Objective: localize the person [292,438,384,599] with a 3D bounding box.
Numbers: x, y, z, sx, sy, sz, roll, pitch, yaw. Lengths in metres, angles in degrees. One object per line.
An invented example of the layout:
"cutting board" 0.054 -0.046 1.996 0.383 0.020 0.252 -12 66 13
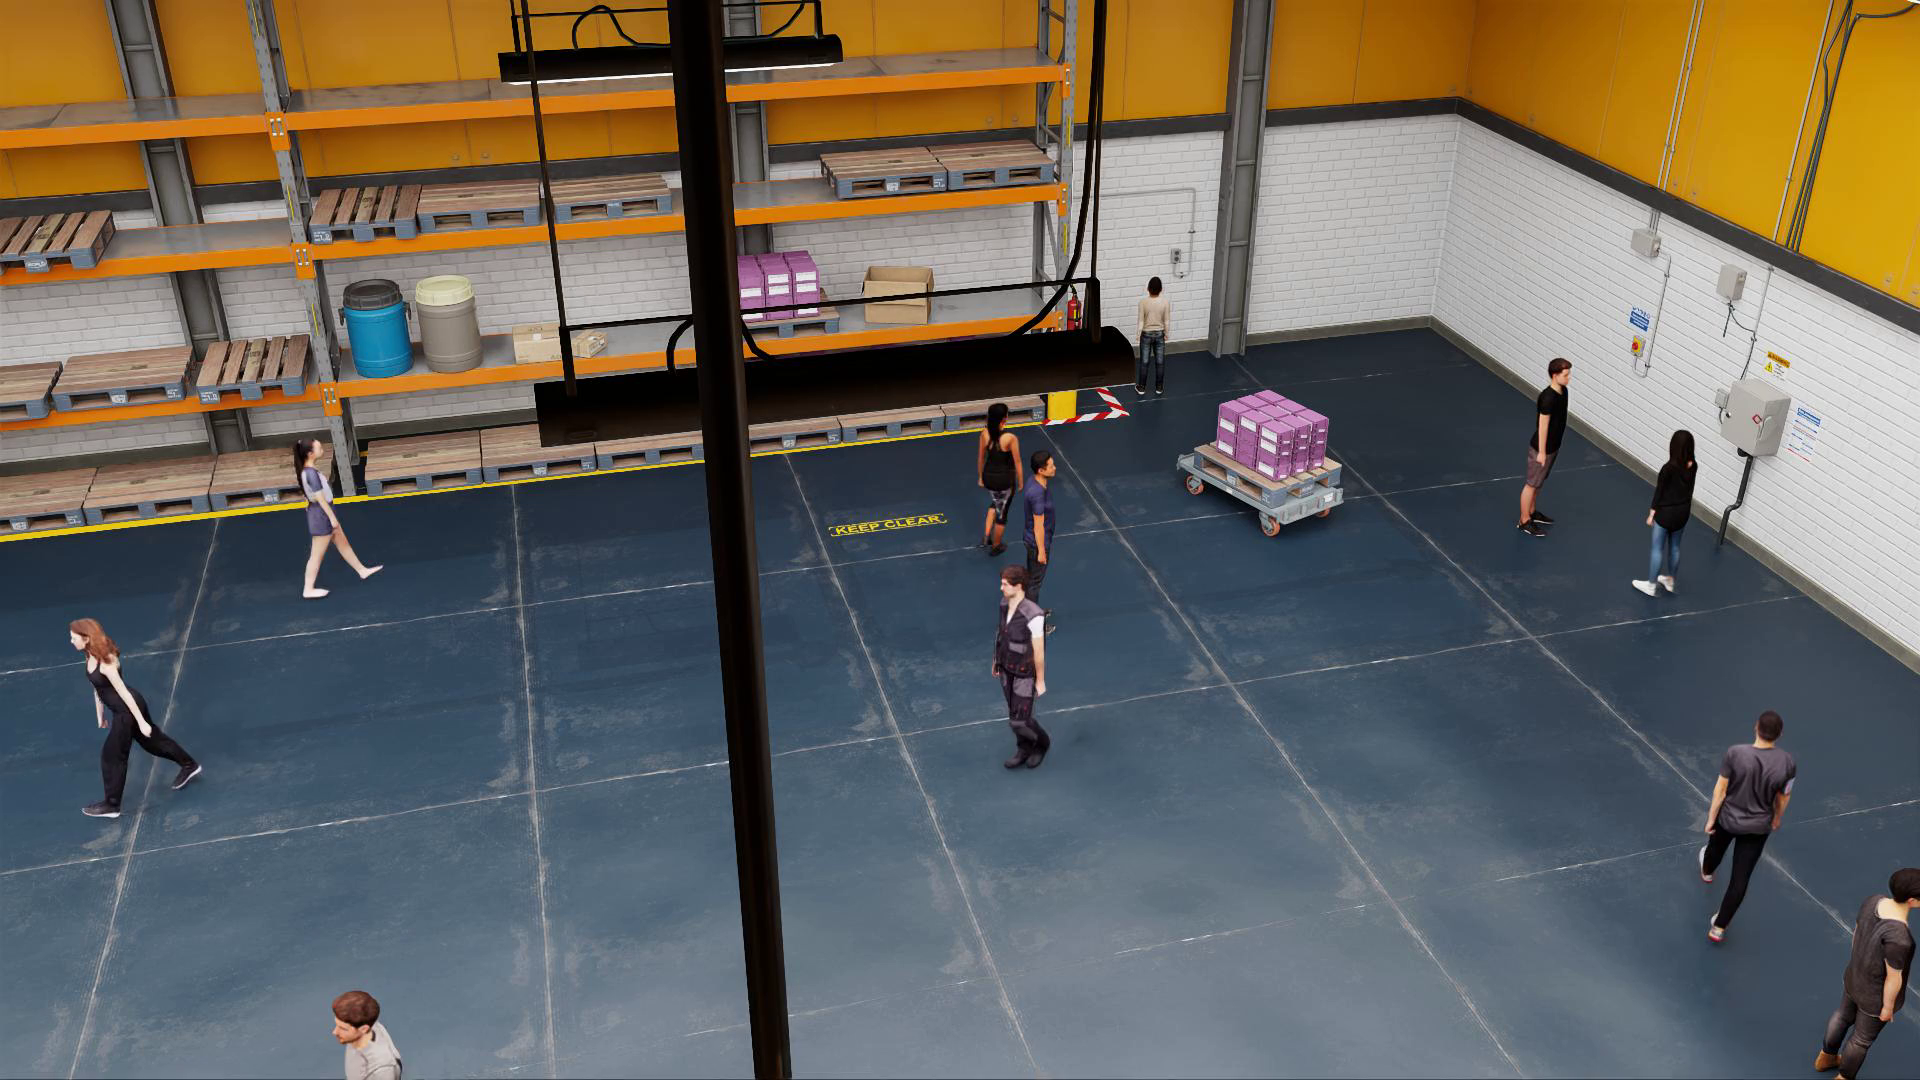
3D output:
"person" -6.100 -0.176 15.627 1.034 1.614 0.718 -13 31 -22

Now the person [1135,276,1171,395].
"person" 2.313 -2.453 19.956 0.514 1.465 0.650 -1 29 -1

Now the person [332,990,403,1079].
"person" -3.102 3.188 9.188 1.108 1.875 0.864 -18 34 -30

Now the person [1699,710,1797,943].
"person" 5.416 2.017 11.502 1.159 1.715 1.126 10 30 18

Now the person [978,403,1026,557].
"person" 0.346 -0.570 16.310 0.717 1.653 0.769 19 34 31

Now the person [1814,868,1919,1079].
"person" 5.626 2.702 10.245 0.649 1.715 0.690 1 29 2

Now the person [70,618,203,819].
"person" -6.333 1.300 12.846 0.991 1.686 1.231 23 36 35

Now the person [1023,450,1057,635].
"person" 0.699 -0.007 15.130 0.605 1.793 0.684 -1 29 -2

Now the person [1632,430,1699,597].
"person" 6.744 -0.261 15.757 0.498 1.640 0.645 -10 30 -17

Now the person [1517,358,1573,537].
"person" 5.926 -0.978 16.839 0.831 1.862 0.754 18 33 30

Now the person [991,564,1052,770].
"person" 0.555 0.998 13.247 0.789 1.832 0.784 -20 34 -32
